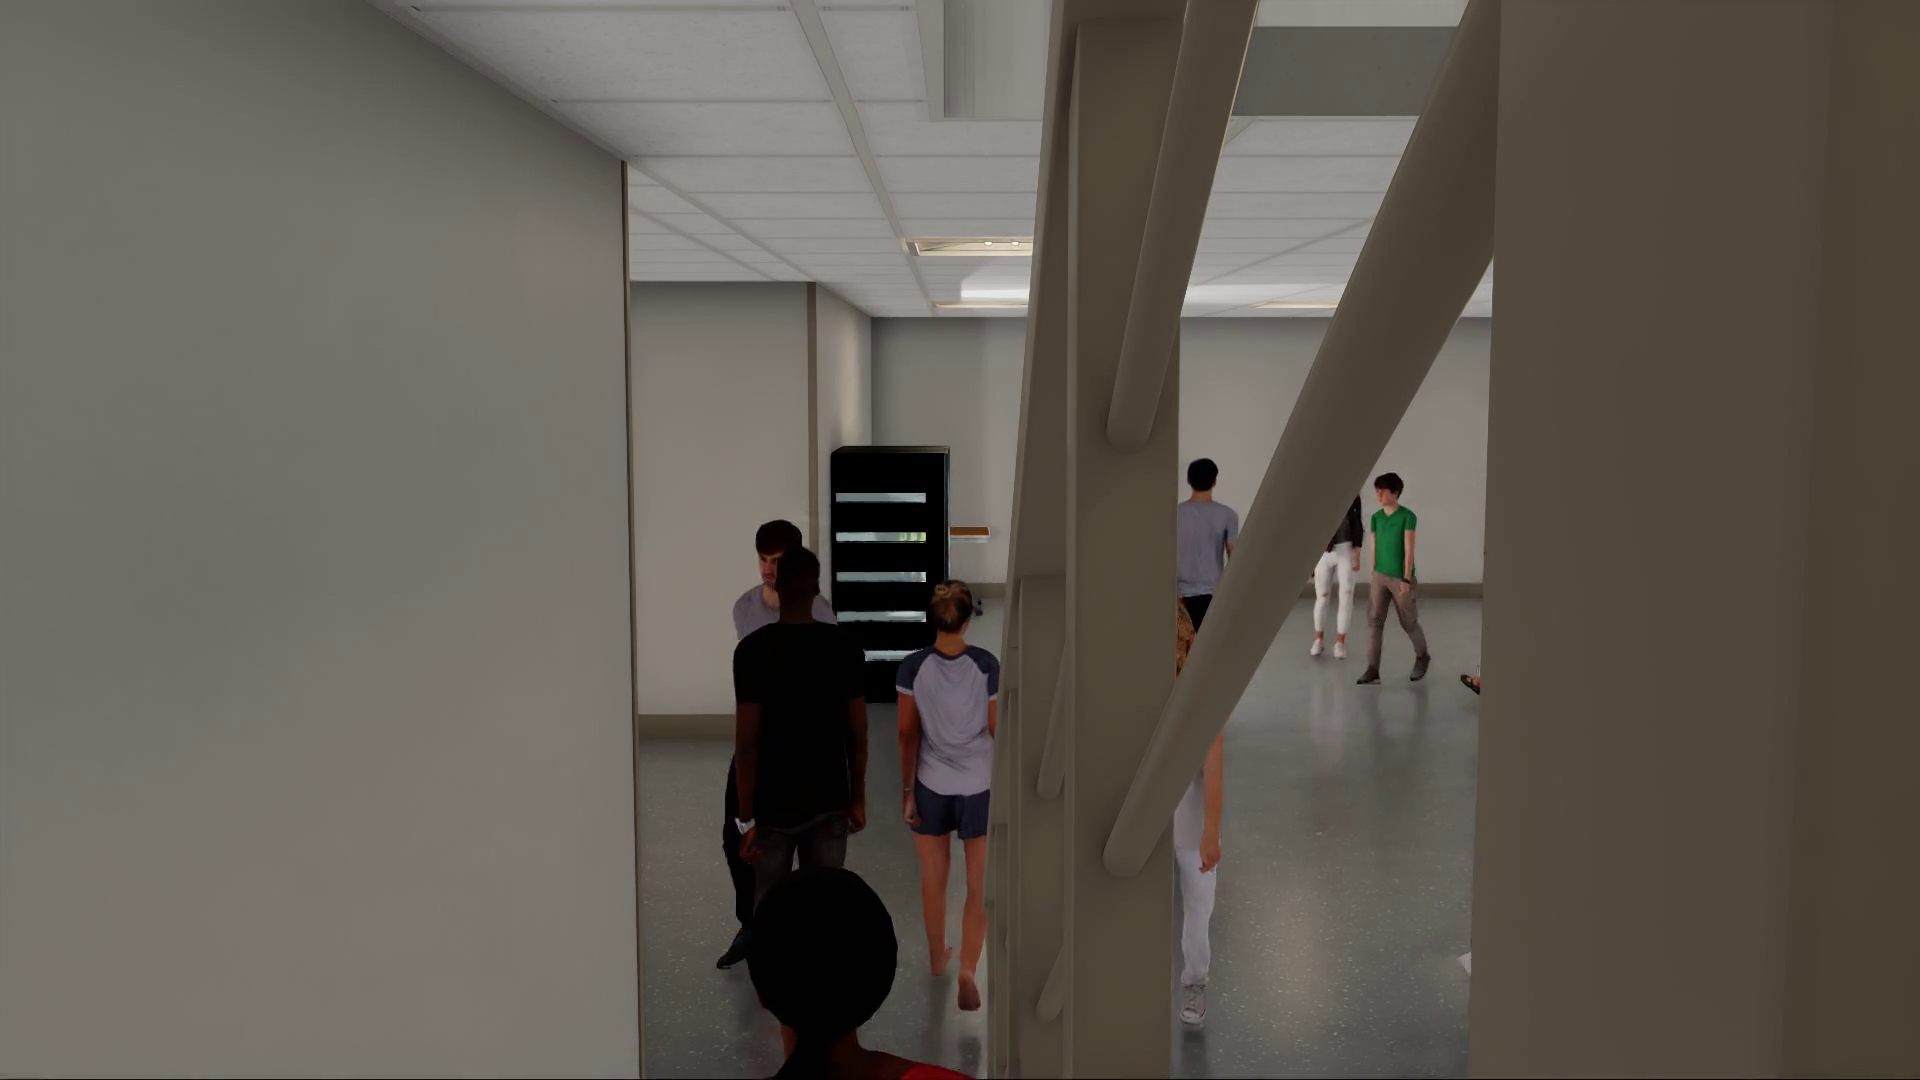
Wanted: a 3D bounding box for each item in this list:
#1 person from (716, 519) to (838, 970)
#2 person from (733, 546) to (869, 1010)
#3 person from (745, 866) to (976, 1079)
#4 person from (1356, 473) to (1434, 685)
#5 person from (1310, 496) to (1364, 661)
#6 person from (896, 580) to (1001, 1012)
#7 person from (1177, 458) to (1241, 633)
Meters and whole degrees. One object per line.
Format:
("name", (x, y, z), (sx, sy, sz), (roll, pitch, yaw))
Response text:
("person", (-0.653, 0.819, 6.789), (0.823, 1.816, 0.867), (3, 7, 28))
("person", (-0.531, 0.954, 5.762), (0.837, 1.753, 1.277), (-1, 6, -13))
("person", (-0.127, 1.319, 2.111), (0.697, 1.759, 1.003), (-1, 6, -10))
("person", (3.396, 0.307, 12.812), (1.024, 1.630, 1.092), (6, 8, 44))
("person", (3.154, 0.174, 13.953), (0.660, 1.666, 0.896), (1, 6, 12))
("person", (-0.014, 0.981, 6.299), (0.634, 1.592, 0.985), (1, 6, 7))
("person", (1.512, 0.433, 10.573), (0.955, 1.828, 1.275), (2, 6, 18))
